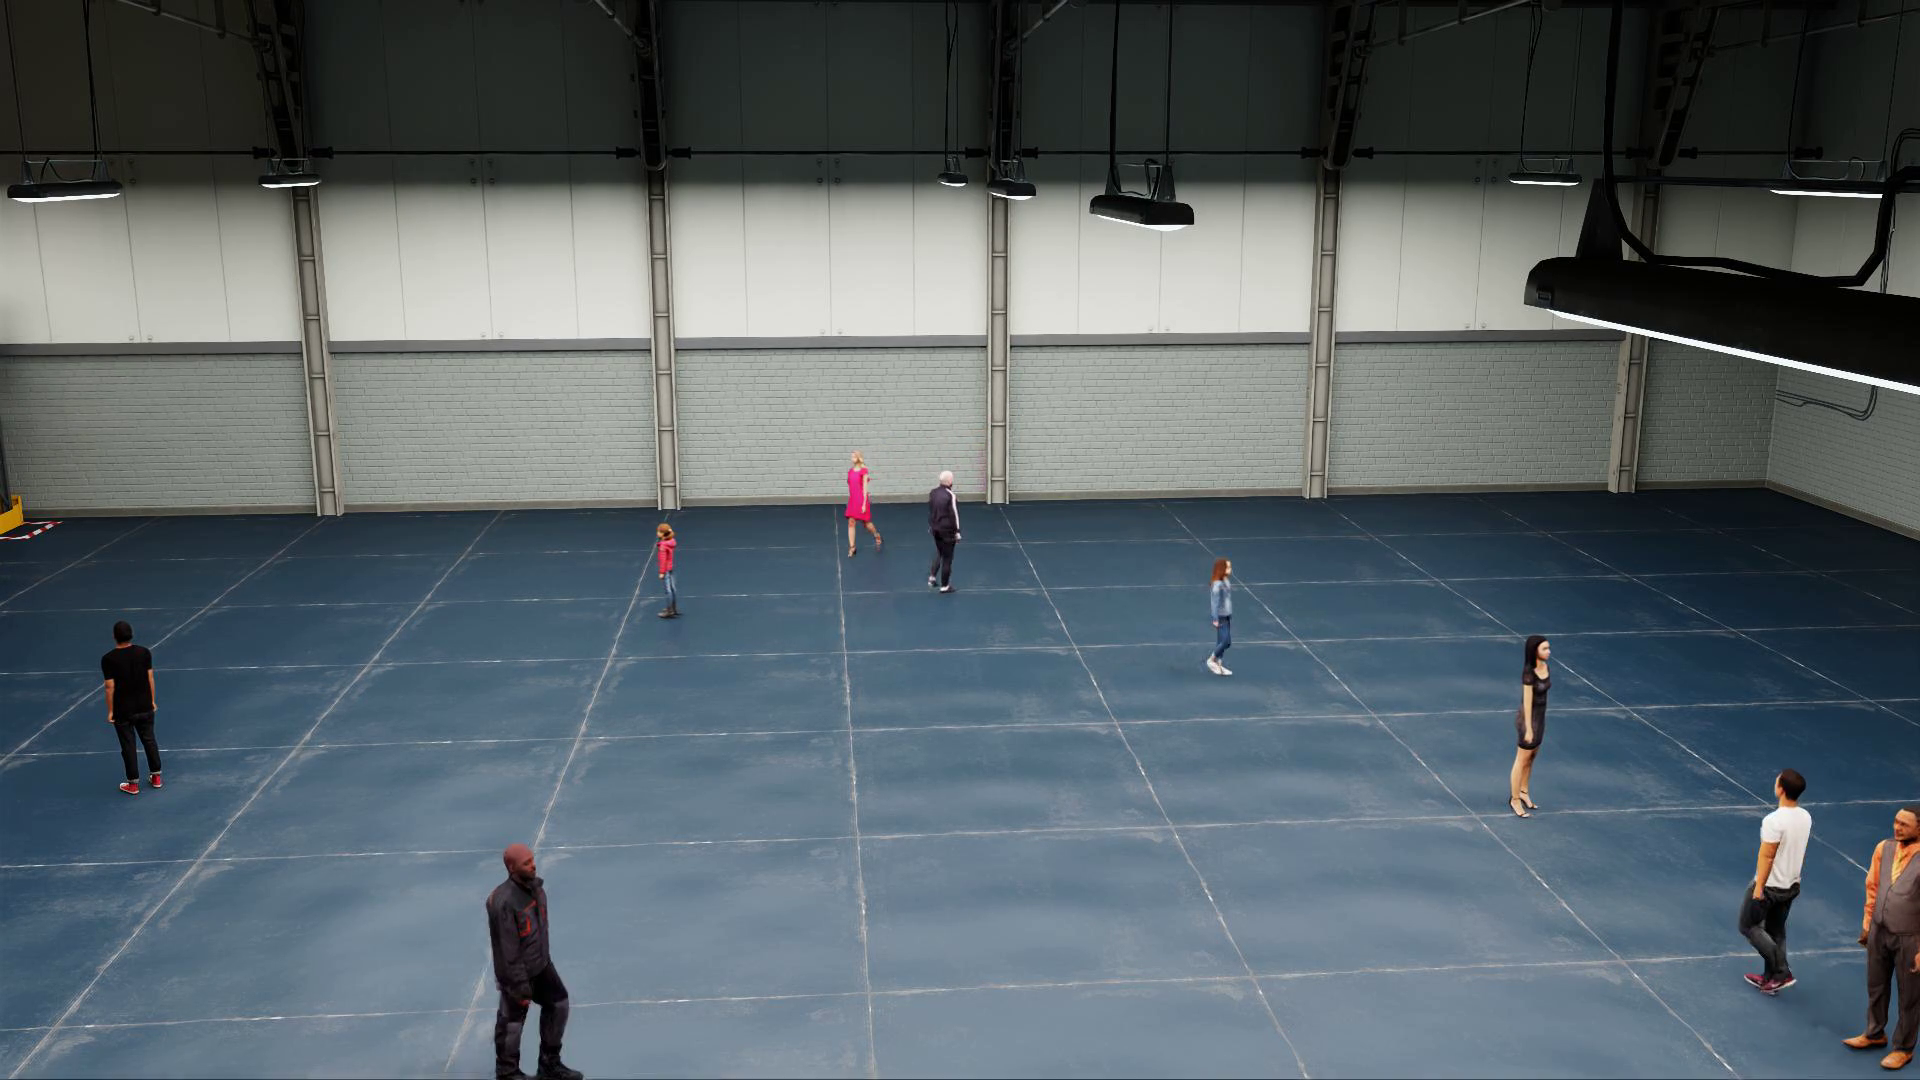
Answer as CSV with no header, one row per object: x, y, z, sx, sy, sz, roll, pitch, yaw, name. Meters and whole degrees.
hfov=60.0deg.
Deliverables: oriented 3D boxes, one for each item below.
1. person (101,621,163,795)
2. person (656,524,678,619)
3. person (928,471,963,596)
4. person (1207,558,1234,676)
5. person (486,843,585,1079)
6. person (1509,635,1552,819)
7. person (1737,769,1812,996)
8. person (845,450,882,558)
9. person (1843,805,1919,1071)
-8.301,1.663,16.674,0.771,1.758,0.695,13,18,43,person
-4.063,0.412,23.053,0.543,1.317,0.547,2,13,7,person
-0.307,-0.087,24.085,0.882,1.825,0.841,-12,18,-43,person
3.149,0.941,20.428,0.705,1.472,0.677,7,15,28,person
-3.063,2.892,11.268,0.923,1.804,0.841,3,13,12,person
5.522,1.780,16.096,0.706,1.791,0.647,11,17,38,person
6.203,2.614,12.492,0.775,1.792,0.849,-7,15,-29,person
-1.543,-0.584,26.512,1.007,1.697,1.022,9,16,34,person
6.583,2.754,11.634,0.720,1.907,0.768,-5,14,-21,person
